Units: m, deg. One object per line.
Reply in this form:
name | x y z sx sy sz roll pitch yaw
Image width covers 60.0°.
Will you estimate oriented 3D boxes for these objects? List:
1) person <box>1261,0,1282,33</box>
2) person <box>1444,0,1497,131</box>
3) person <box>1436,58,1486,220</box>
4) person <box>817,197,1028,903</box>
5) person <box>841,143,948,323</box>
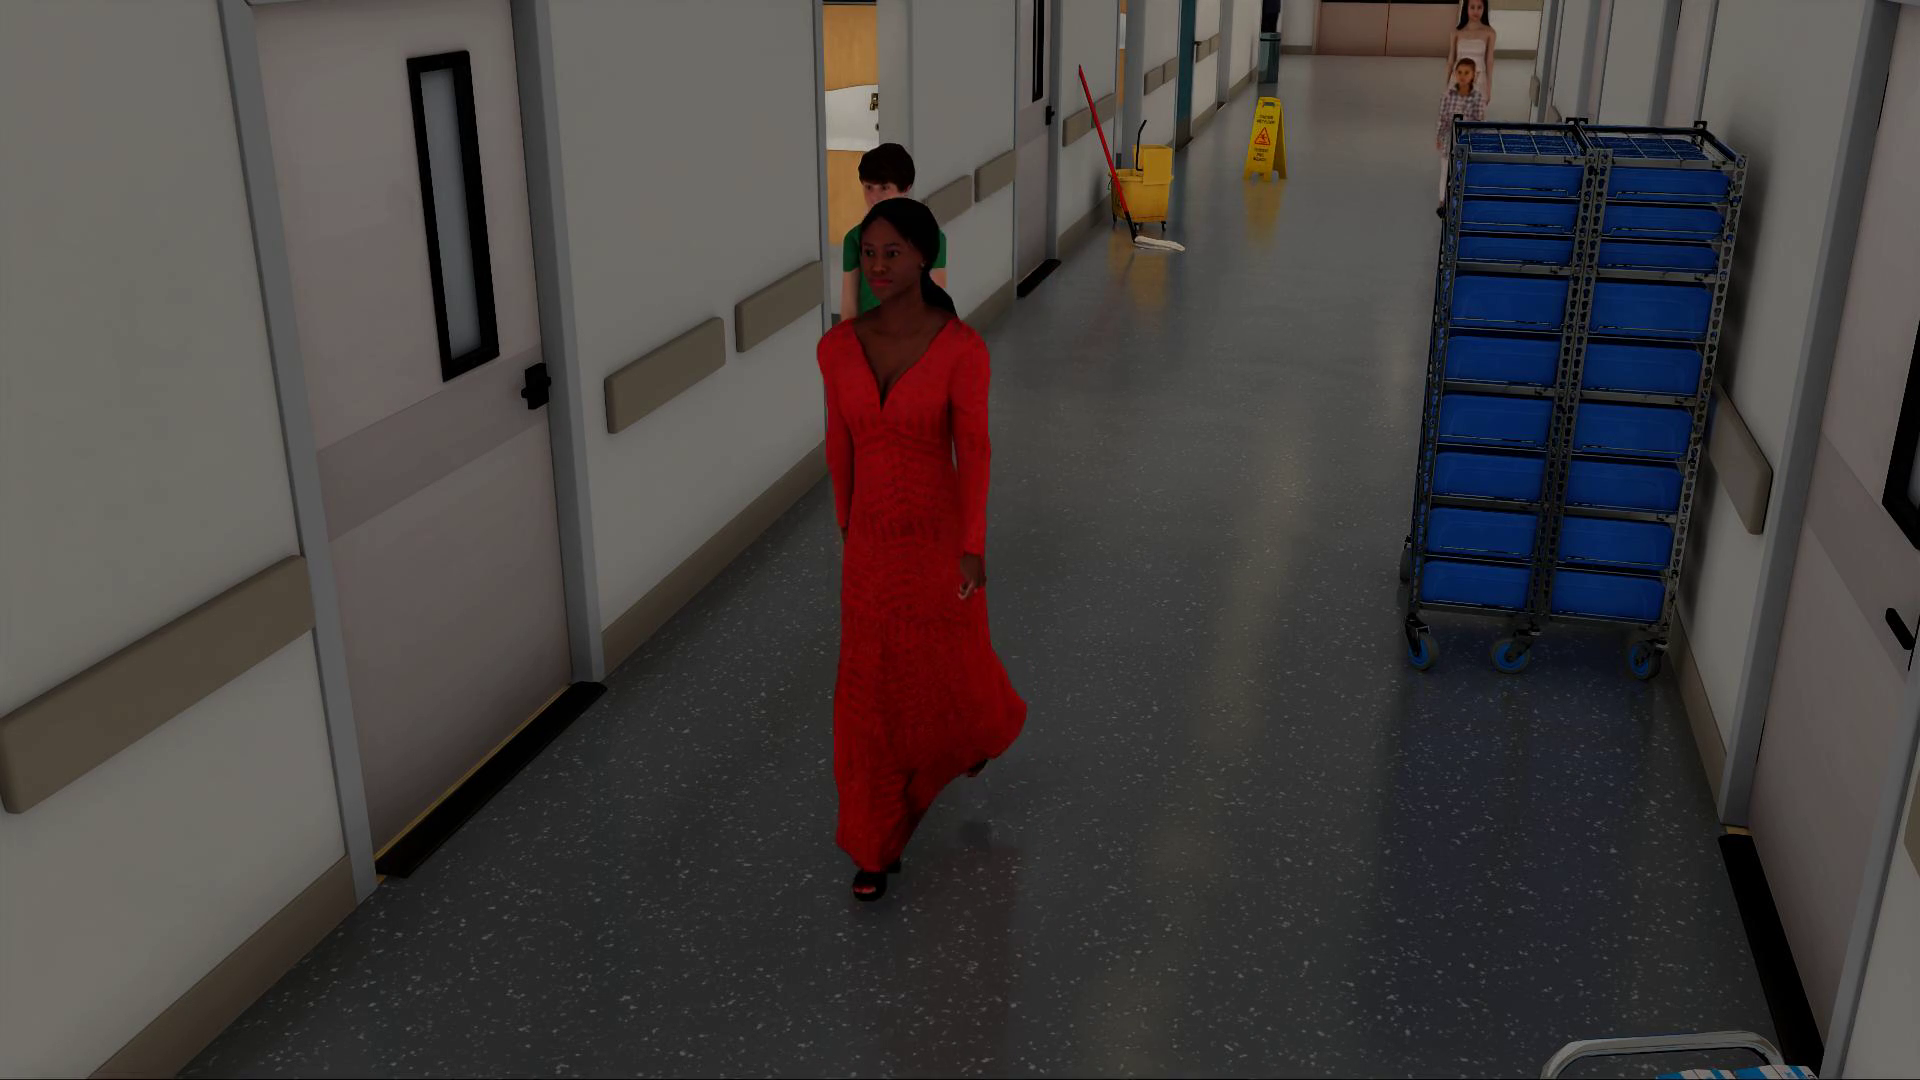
person | 4.870 -8.356 26.300 0.778 1.824 0.848 -13 24 -31
person | 4.654 -4.097 15.206 0.634 1.720 0.873 8 22 21
person | 4.130 -3.296 13.729 0.623 1.268 0.948 8 22 21
person | -0.075 0.012 4.307 0.605 1.755 1.055 5 21 13
person | -0.230 -0.644 6.187 0.551 1.650 0.509 6 21 14
